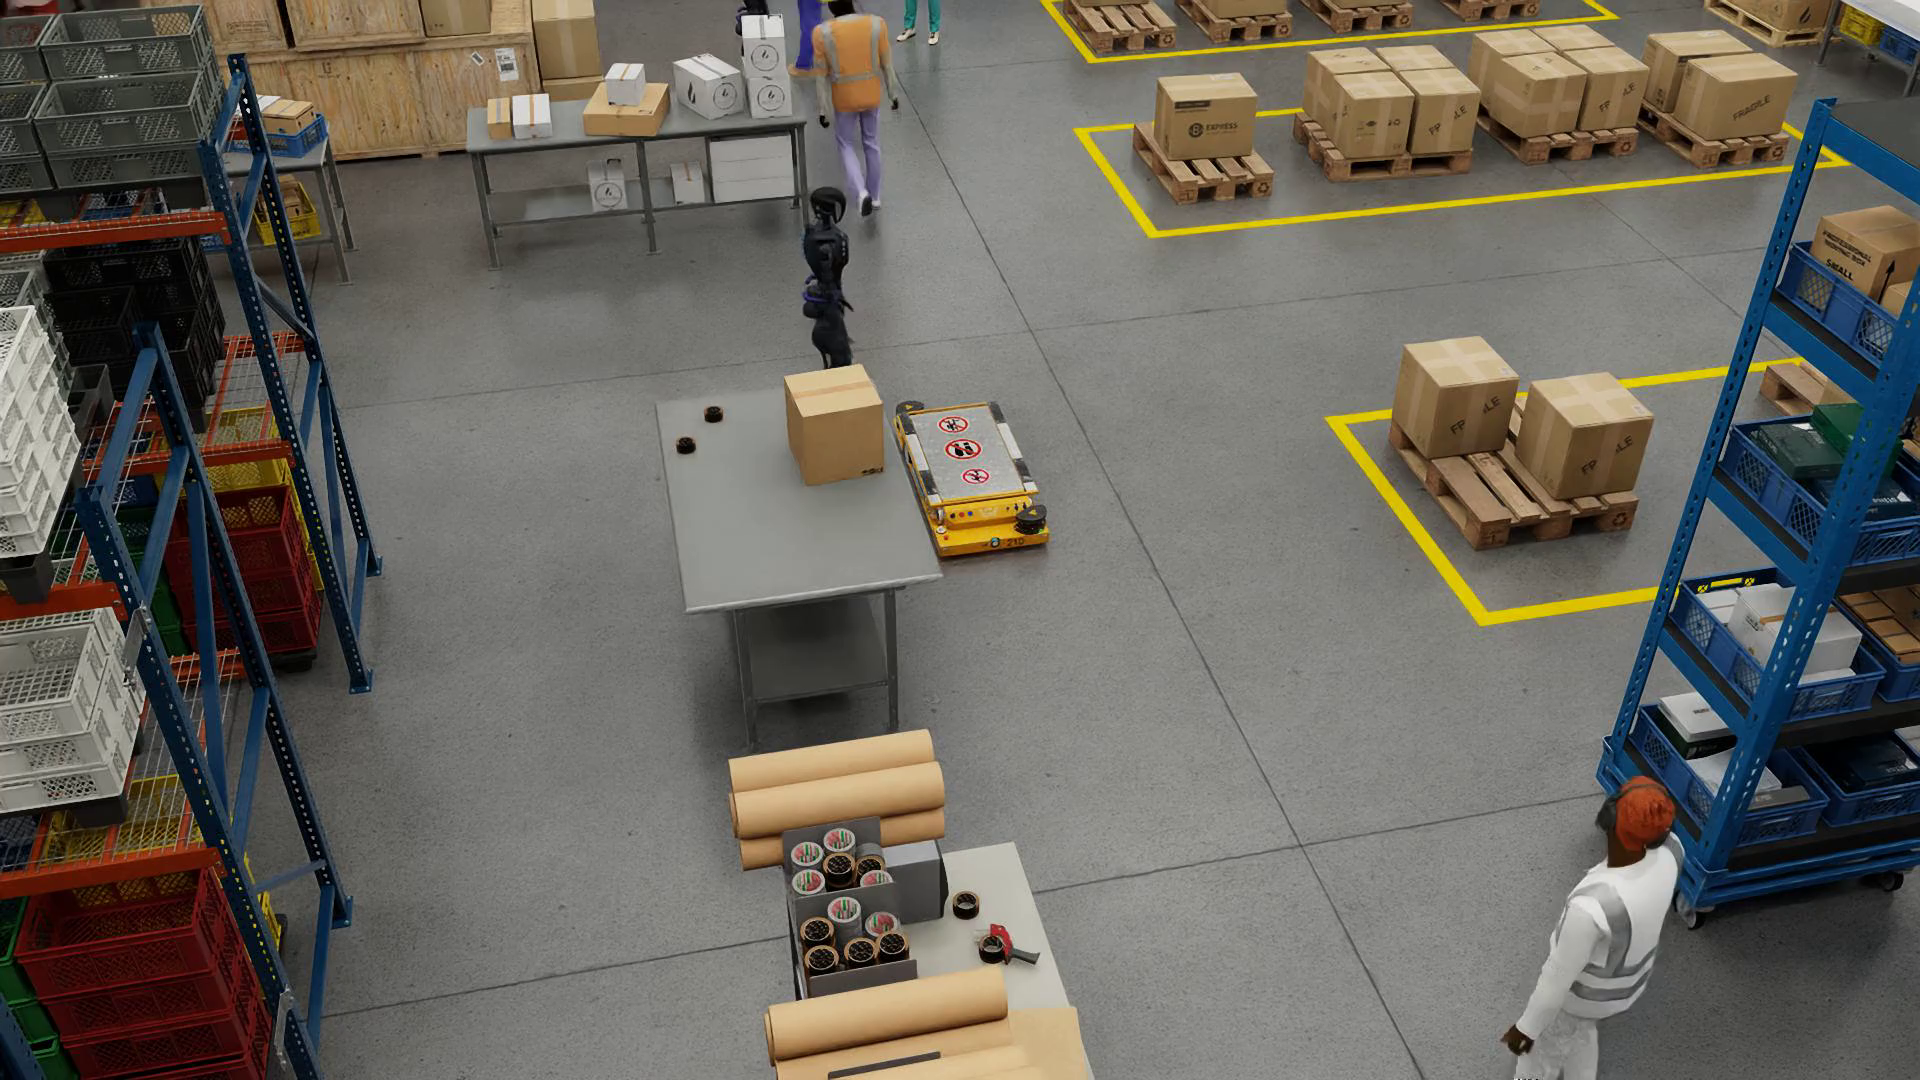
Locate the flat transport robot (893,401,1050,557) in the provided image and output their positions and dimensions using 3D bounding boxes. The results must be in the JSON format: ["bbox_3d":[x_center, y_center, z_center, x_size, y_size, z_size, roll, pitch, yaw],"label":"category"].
[{"bbox_3d":[0.046,-0.430,10.108,0.652,0.197,1.431,-8,37,-10],"label":"flat transport robot"}]

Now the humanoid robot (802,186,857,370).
[{"bbox_3d":[-0.799,-1.416,10.276,0.380,1.651,0.595,1,37,1],"label":"humanoid robot"}]

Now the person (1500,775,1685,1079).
[{"bbox_3d":[2.258,1.604,6.050,0.666,1.877,0.386,-28,45,-33],"label":"person"}]

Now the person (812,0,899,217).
[{"bbox_3d":[-0.768,-3.367,12.724,0.684,1.890,0.586,-10,38,-13],"label":"person"}]

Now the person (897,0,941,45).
[{"bbox_3d":[-0.384,-5.632,15.864,0.531,1.772,0.298,12,38,16],"label":"person"}]

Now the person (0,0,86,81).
[{"bbox_3d":[-8.056,-4.759,14.542,0.636,1.945,0.740,5,37,6],"label":"person"}]

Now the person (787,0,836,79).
[{"bbox_3d":[-1.232,-5.196,15.055,0.639,2.000,0.773,31,46,34],"label":"person"}]

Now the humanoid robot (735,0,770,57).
[{"bbox_3d":[-1.735,-4.317,14.173,0.370,1.647,0.573,0,37,-1],"label":"humanoid robot"}]

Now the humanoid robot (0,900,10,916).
[{"bbox_3d":[-4.562,1.070,6.980,0.701,1.643,0.563,-4,37,-5],"label":"humanoid robot"}]
